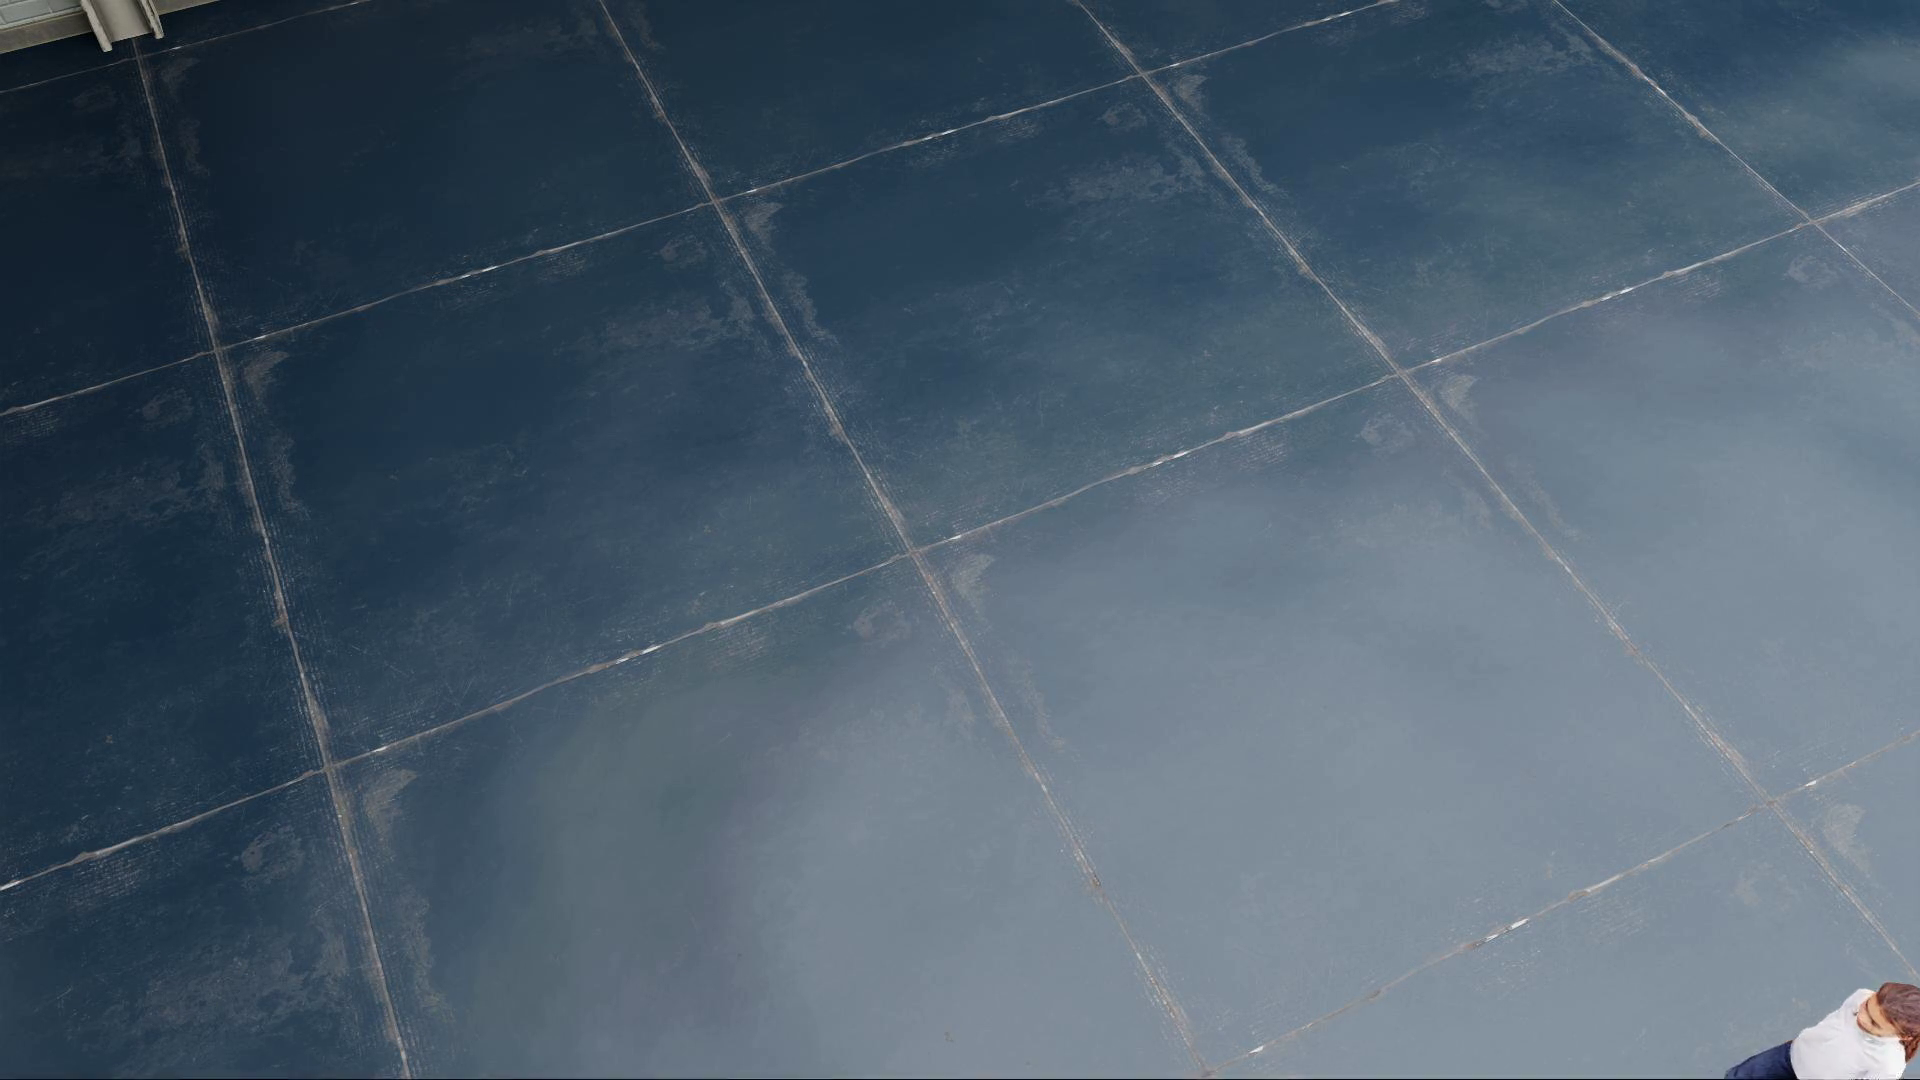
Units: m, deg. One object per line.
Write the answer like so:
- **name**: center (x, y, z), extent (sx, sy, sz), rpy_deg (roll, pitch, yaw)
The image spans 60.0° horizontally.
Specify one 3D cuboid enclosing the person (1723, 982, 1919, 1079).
- **person**: center (3.249, 1.987, 6.103), extent (0.750, 1.543, 0.651), rpy_deg (-2, 52, -2)
